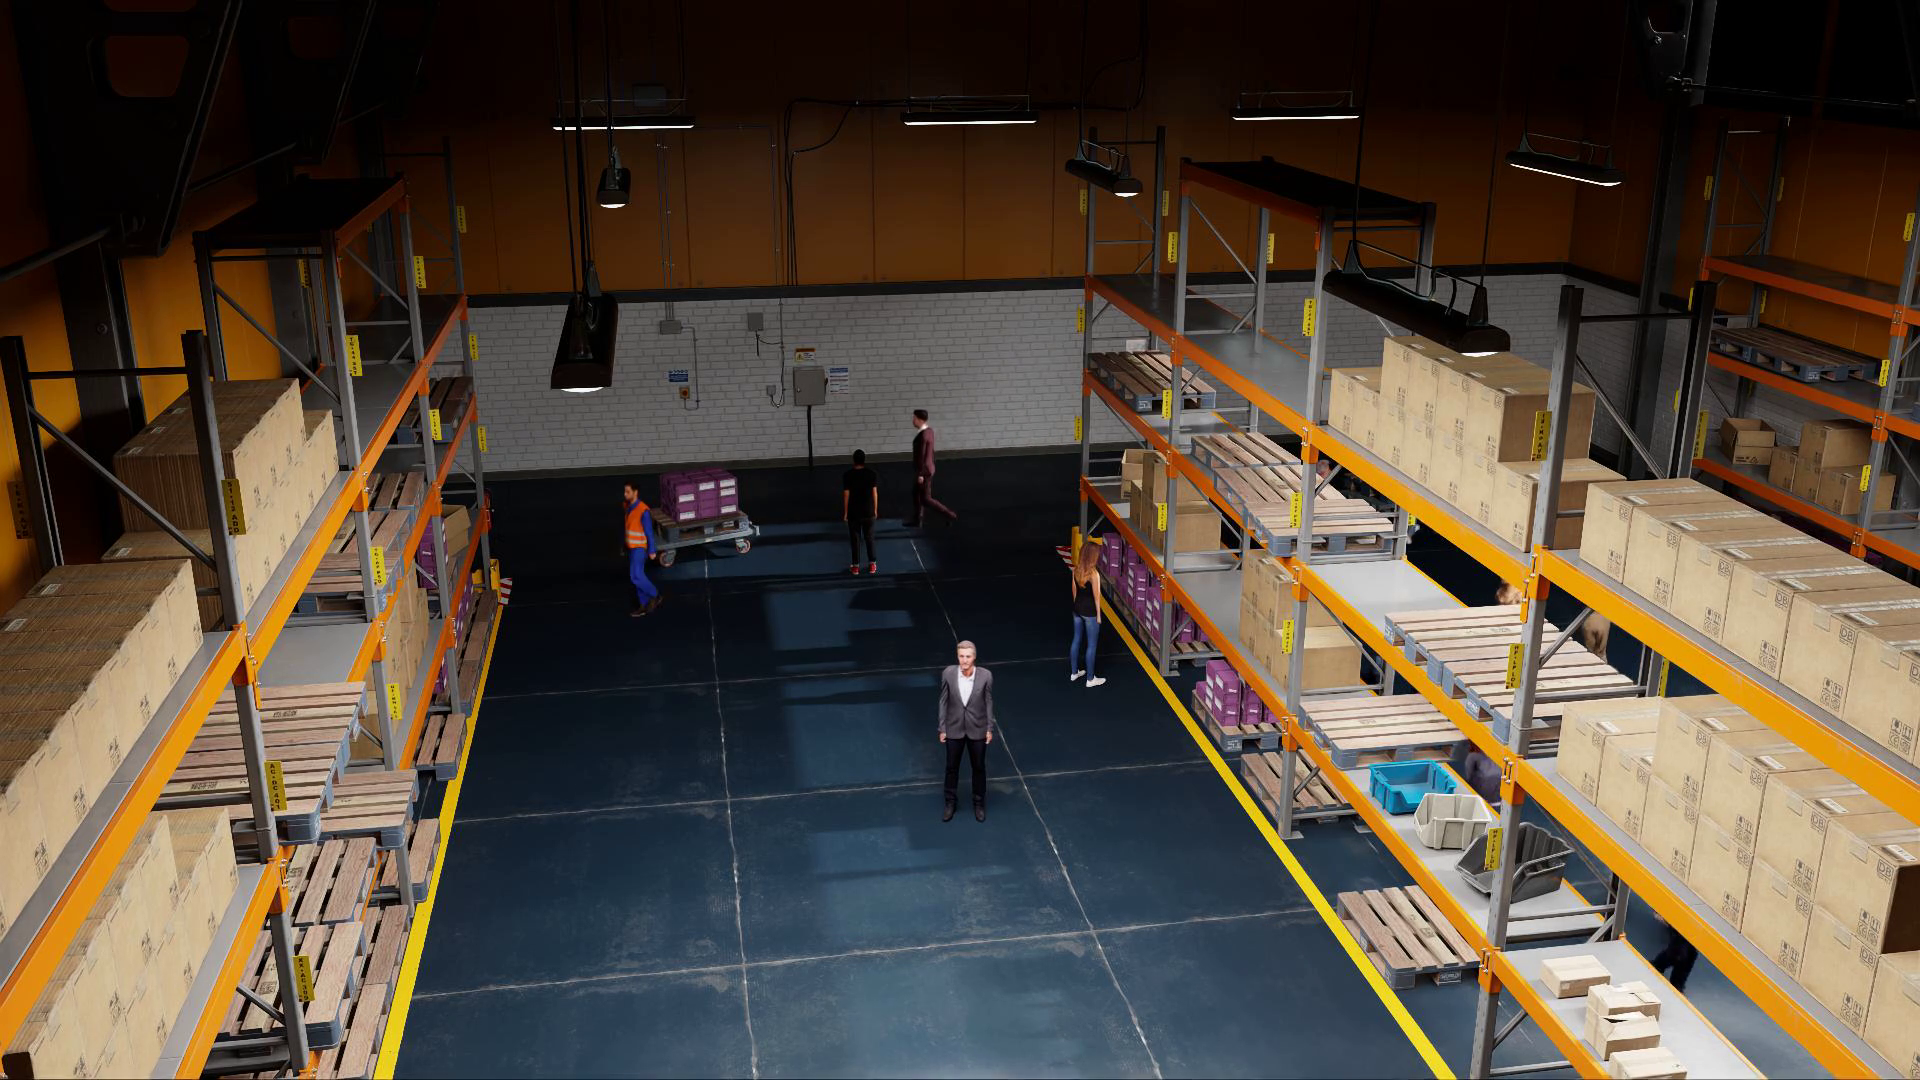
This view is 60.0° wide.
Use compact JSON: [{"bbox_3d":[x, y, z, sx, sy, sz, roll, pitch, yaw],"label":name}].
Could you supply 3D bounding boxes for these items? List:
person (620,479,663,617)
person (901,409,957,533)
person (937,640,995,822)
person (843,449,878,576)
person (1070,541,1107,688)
[{"bbox_3d":[-4.034,0.091,21.275,0.902,1.845,0.833,-15,24,-38],"label":"person"},{"bbox_3d":[-0.444,-1.007,24.547,0.994,1.838,1.139,3,19,10],"label":"person"},{"bbox_3d":[0.057,1.825,16.130,0.755,1.842,0.668,0,19,1],"label":"person"},{"bbox_3d":[-1.362,-0.391,22.841,0.611,1.758,0.543,-4,19,-10],"label":"person"},{"bbox_3d":[1.459,0.837,19.252,0.725,1.721,0.609,-15,24,-38],"label":"person"}]
